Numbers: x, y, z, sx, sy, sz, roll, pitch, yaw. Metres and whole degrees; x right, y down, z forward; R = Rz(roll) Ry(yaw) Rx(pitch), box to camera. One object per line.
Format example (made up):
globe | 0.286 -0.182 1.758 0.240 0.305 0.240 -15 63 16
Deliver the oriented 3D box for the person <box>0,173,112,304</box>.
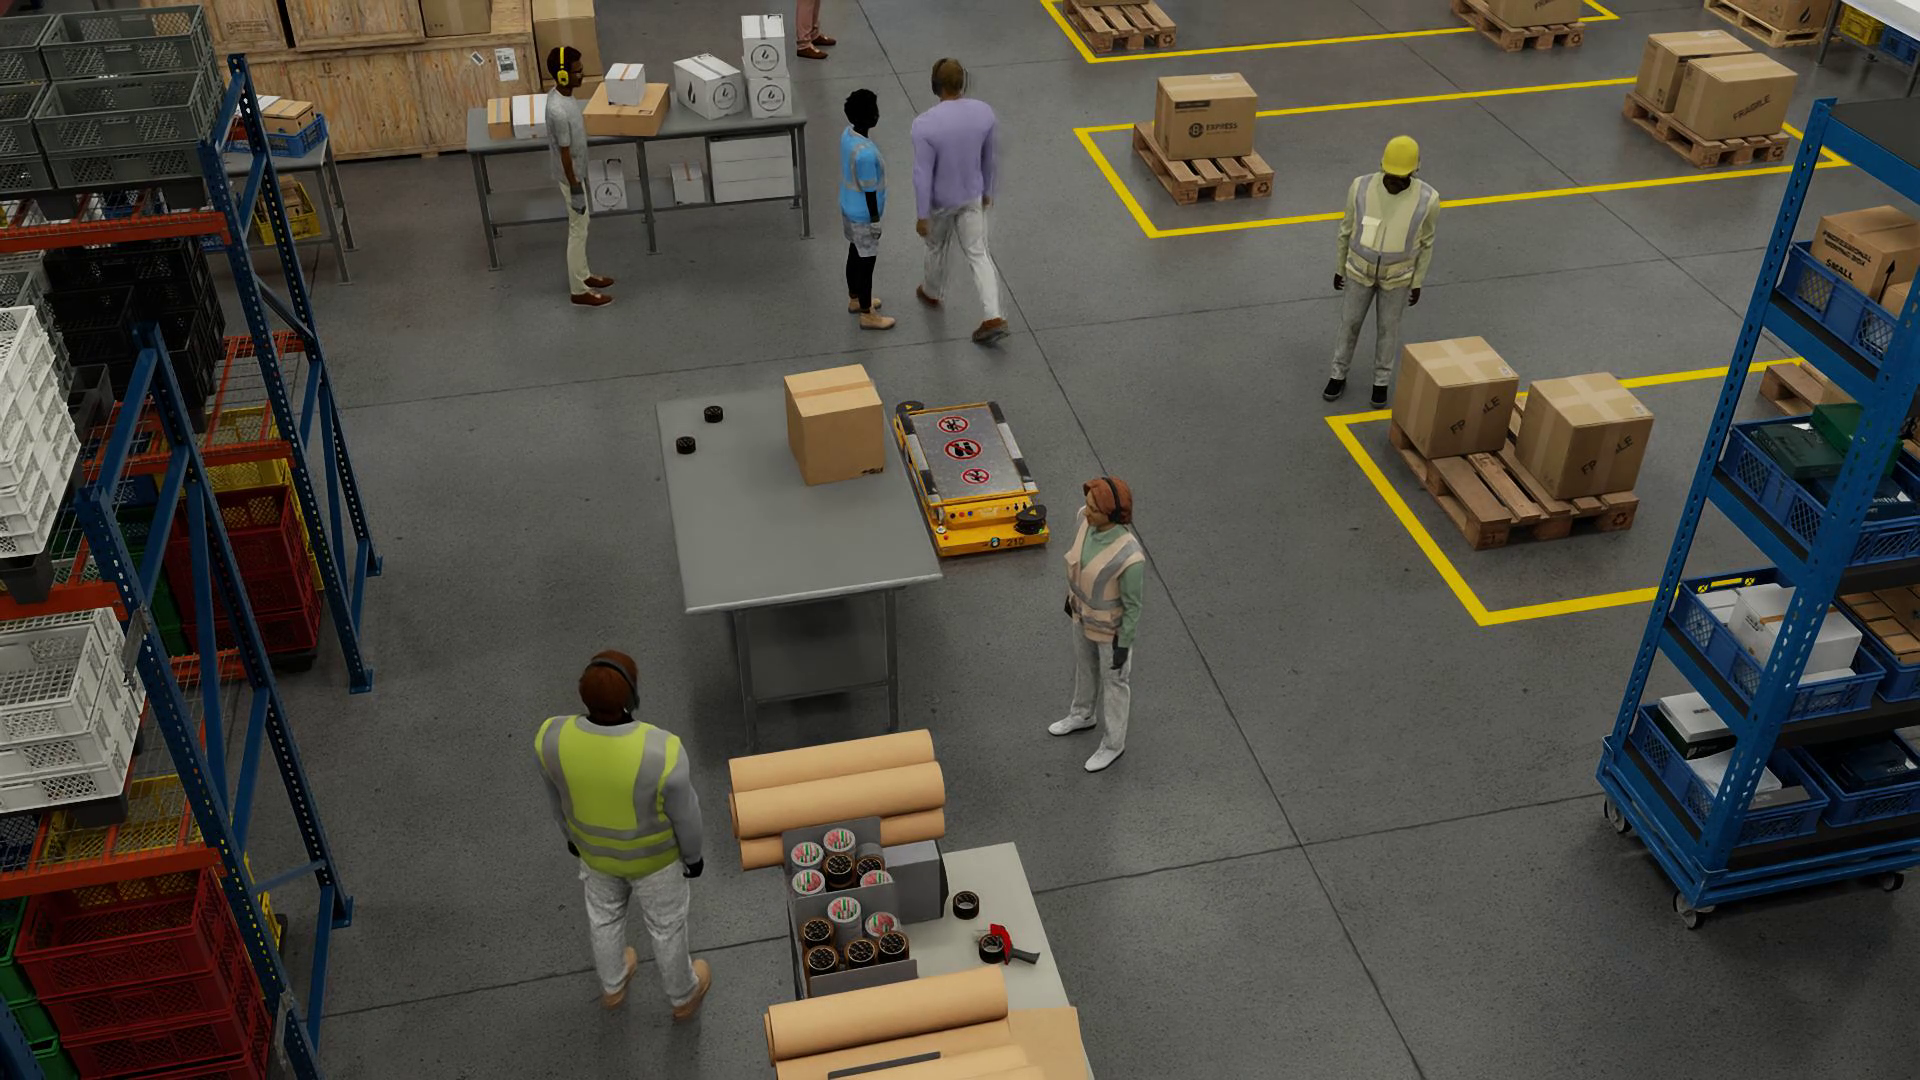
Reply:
person | -5.658 -1.772 10.573 0.339 1.880 0.581 24 43 28

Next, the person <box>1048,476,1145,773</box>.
person | 0.666 0.384 7.874 0.310 1.641 0.514 -19 41 -23

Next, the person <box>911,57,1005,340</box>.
person | -0.006 -2.292 11.276 0.667 1.894 0.998 -17 40 -22

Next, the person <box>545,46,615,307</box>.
person | -2.682 -2.524 11.608 0.317 1.856 0.515 -5 37 -6

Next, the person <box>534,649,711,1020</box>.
person | -1.308 1.194 6.631 0.627 1.837 0.431 7 37 10

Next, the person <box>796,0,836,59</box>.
person | -1.372 -5.488 15.555 0.401 1.900 0.639 6 37 8

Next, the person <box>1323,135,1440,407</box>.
person | 2.651 -1.695 10.512 0.588 1.829 0.404 12 38 15

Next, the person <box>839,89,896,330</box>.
person | -0.653 -2.261 11.383 0.318 1.697 0.535 -12 38 -15

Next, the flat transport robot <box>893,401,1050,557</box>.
flat transport robot | 0.046 -0.430 10.108 0.652 0.197 1.431 -8 37 -10
